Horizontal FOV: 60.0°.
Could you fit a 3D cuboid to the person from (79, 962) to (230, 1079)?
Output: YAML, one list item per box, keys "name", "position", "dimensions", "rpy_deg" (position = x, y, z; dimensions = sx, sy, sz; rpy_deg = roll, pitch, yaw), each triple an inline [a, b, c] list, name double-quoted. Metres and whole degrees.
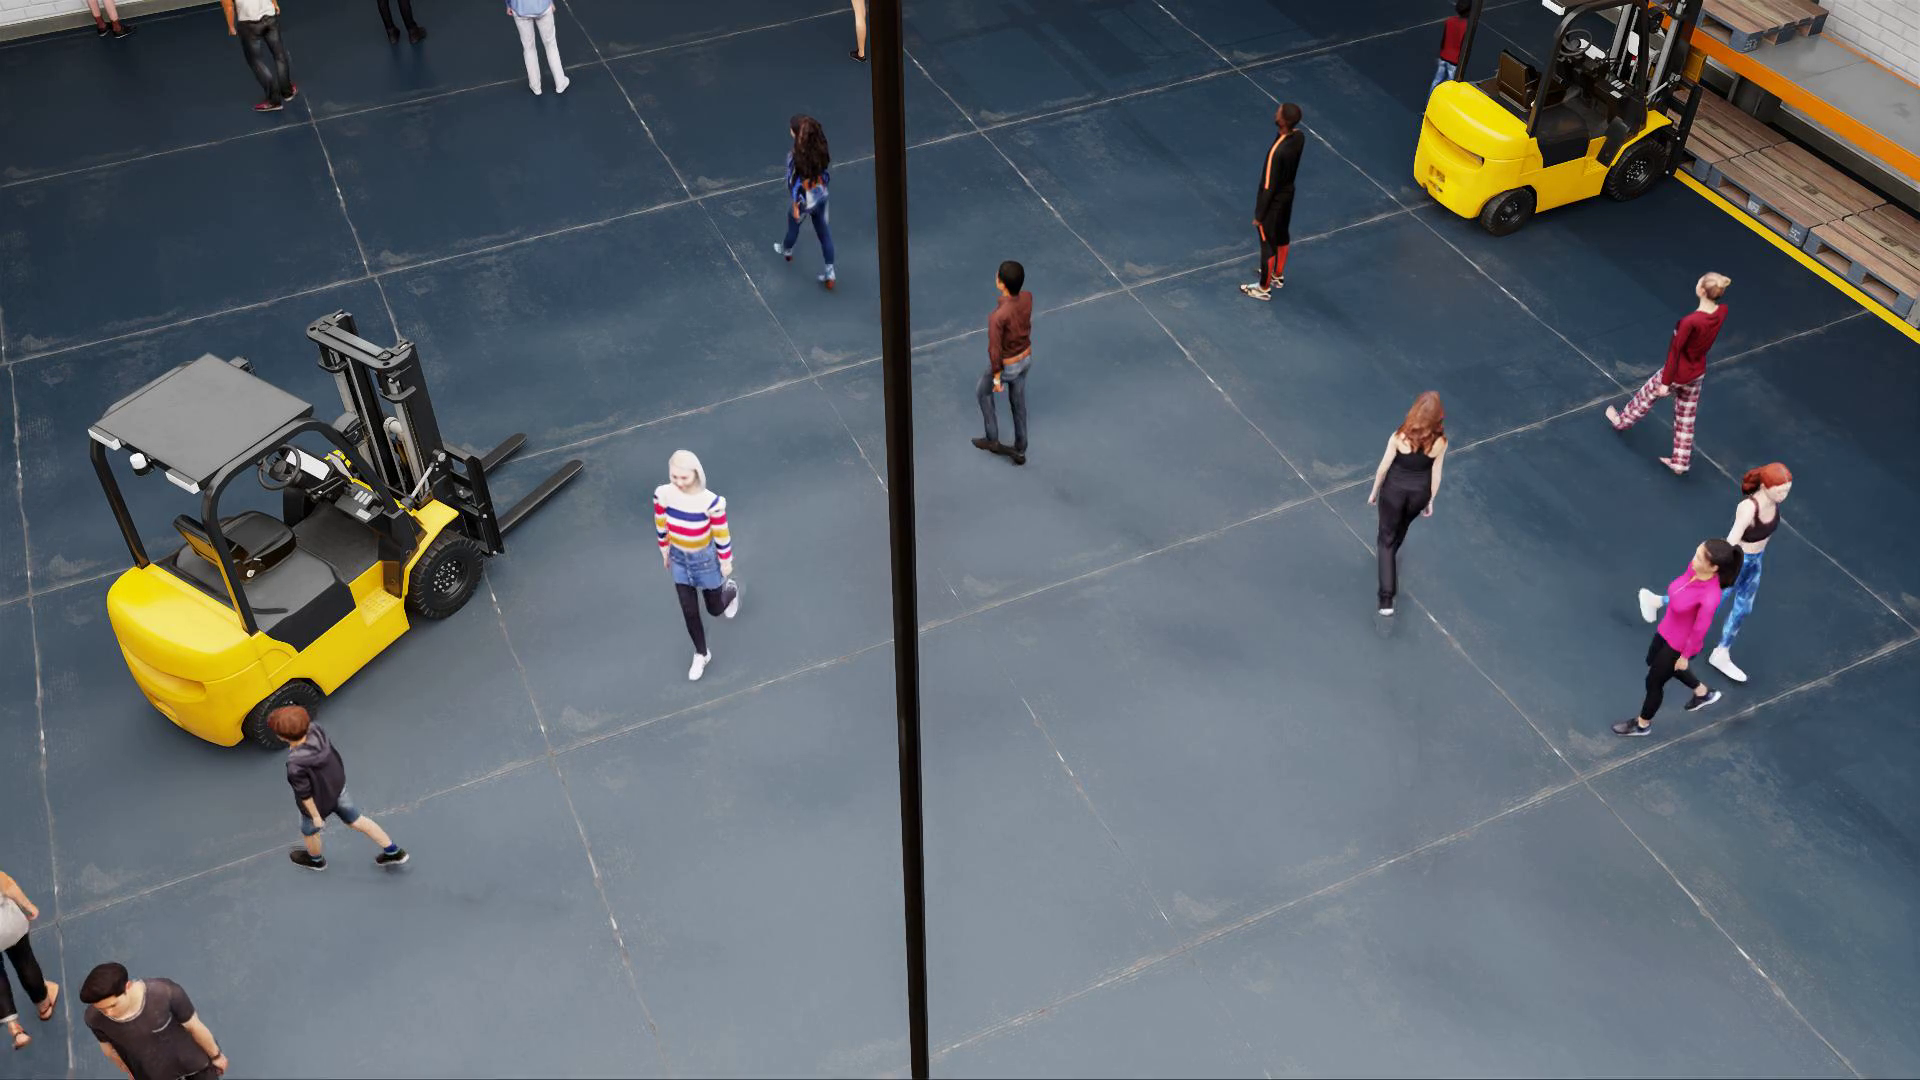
- name: "person"
  position: [-4.012, 2.540, 8.407]
  dimensions: [0.643, 1.697, 0.651]
  rpy_deg: [-19, 47, -19]

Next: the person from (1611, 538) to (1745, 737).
- name: "person"
  position: [4.605, 0.624, 10.437]
  dimensions: [0.894, 1.681, 0.908]
  rpy_deg: [4, 44, 4]

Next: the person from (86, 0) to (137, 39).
- name: "person"
  position: [-9.195, -6.140, 17.502]
  dimensions: [0.687, 1.719, 0.756]
  rpy_deg: [16, 46, 16]

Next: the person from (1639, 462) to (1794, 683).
- name: "person"
  position: [4.994, 0.141, 10.885]
  dimensions: [0.745, 1.763, 1.120]
  rpy_deg: [-31, 52, -28]

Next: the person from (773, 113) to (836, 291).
- name: "person"
  position: [-1.224, -2.850, 14.147]
  dimensions: [0.839, 1.584, 1.074]
  rpy_deg: [-33, 53, -30]

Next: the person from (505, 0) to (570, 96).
- name: "person"
  position: [-4.264, -5.326, 16.528]
  dimensions: [0.712, 1.883, 0.669]
  rpy_deg: [-6, 44, -7]

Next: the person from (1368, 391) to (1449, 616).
- name: "person"
  position: [3.026, -0.239, 11.310]
  dimensions: [0.966, 1.717, 1.186]
  rpy_deg: [4, 44, 4]

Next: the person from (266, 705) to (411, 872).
- name: "person"
  position: [-3.657, 1.492, 9.712]
  dimensions: [0.969, 1.415, 0.975]
  rpy_deg: [9, 44, 9]

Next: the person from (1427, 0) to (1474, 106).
- name: "person"
  position: [4.851, -4.739, 16.372]
  dimensions: [0.601, 1.250, 0.473]
  rpy_deg: [-26, 49, -25]

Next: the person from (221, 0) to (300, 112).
- name: "person"
  position: [-6.919, -5.156, 16.440]
  dimensions: [0.842, 1.770, 0.777]
  rpy_deg: [-25, 49, -24]

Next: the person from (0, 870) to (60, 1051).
- name: "person"
  position: [-5.139, 2.106, 8.781]
  dimensions: [0.663, 1.810, 0.793]
  rpy_deg: [-17, 46, -17]

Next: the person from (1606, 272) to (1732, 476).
- name: "person"
  position: [5.433, -1.208, 12.368]
  dimensions: [0.625, 1.660, 1.019]
  rpy_deg: [-18, 47, -18]

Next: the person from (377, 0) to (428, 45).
- name: "person"
  position: [-6.007, -6.036, 17.348]
  dimensions: [0.730, 1.781, 0.763]
  rpy_deg: [4, 44, 4]

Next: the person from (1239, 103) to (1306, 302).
- name: "person"
  position: [2.672, -2.856, 13.990]
  dimensions: [0.676, 1.807, 0.699]
  rpy_deg: [32, 52, 29]

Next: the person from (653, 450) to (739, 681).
- name: "person"
  position: [-1.702, 0.087, 10.913]
  dimensions: [0.984, 1.792, 1.081]
  rpy_deg: [10, 45, 10]

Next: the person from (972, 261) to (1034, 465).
- name: "person"
  position: [0.435, -1.275, 12.364]
  dimensions: [0.762, 1.763, 0.794]
  rpy_deg: [-33, 53, -30]
